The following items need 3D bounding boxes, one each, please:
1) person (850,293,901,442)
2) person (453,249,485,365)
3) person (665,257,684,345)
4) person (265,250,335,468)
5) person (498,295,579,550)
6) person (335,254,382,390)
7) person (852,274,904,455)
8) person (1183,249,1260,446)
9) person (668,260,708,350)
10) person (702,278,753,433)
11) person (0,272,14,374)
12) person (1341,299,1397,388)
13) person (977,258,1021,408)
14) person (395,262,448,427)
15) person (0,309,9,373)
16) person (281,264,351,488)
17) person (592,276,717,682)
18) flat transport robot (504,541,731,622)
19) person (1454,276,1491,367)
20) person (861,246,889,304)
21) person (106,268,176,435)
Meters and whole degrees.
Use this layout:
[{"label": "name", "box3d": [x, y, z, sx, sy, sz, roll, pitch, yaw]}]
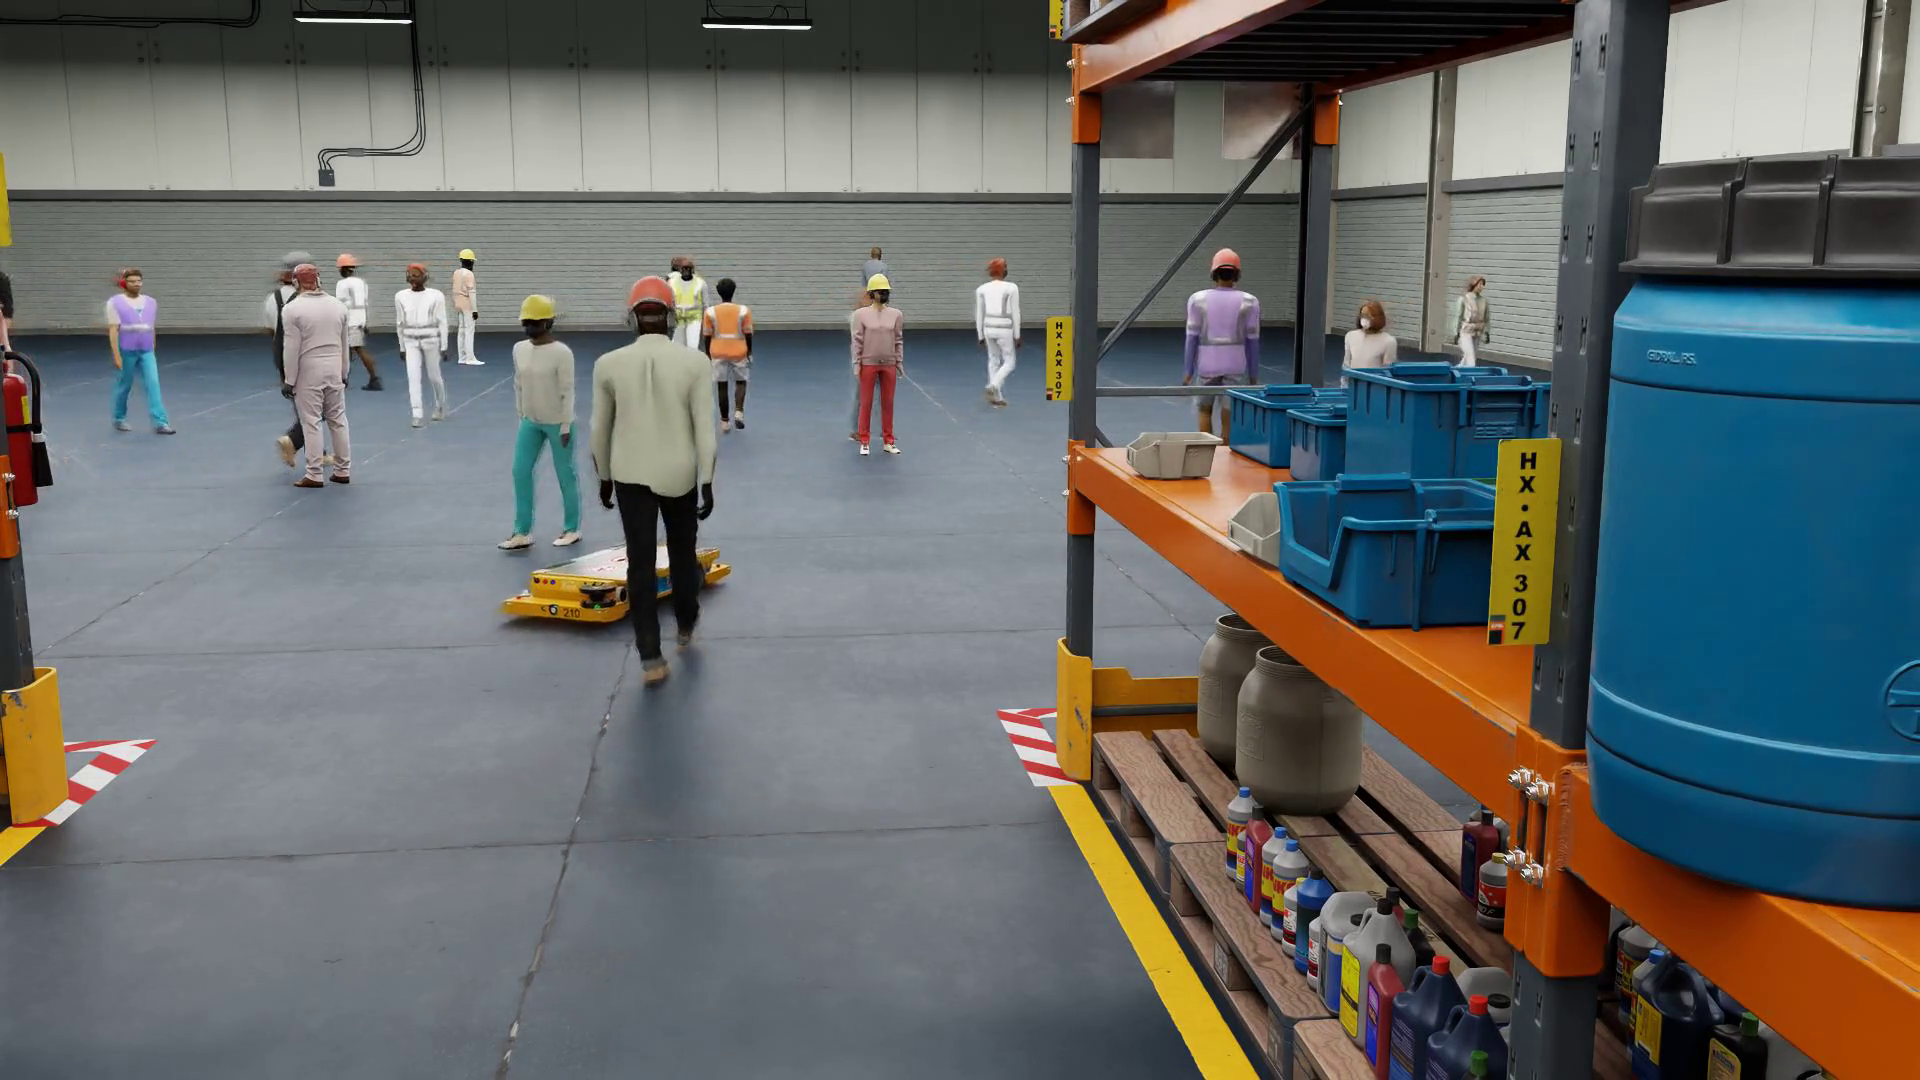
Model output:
[{"label": "person", "box3d": [-0.892, -1.802, 17.234, 0.497, 1.611, 0.705, -10, 14, -43]}, {"label": "person", "box3d": [-8.213, -3.879, 27.756, 0.381, 1.922, 0.593, -10, 14, -43]}, {"label": "person", "box3d": [-4.780, -3.862, 28.029, 0.988, 1.785, 0.630, 7, 12, 34]}, {"label": "person", "box3d": [-6.013, -1.641, 15.171, 0.689, 2.000, 0.768, 5, 11, 25]}, {"label": "person", "box3d": [-2.868, -0.781, 11.283, 0.542, 1.733, 0.769, 5, 11, 23]}, {"label": "person", "box3d": [-8.509, -3.021, 23.161, 0.989, 1.883, 0.565, 2, 11, 12]}, {"label": "person", "box3d": [-0.800, -1.718, 16.335, 0.530, 1.772, 0.299, -4, 11, -21]}, {"label": "person", "box3d": [2.254, -1.482, 14.335, 0.648, 2.022, 0.635, 1, 10, 8]}, {"label": "person", "box3d": [-4.084, -3.302, 24.967, 0.619, 1.800, 0.969, 1, 10, 4]}, {"label": "person", "box3d": [-2.529, -2.013, 18.157, 0.551, 1.684, 0.367, -1, 10, -7]}, {"label": "person", "box3d": [-13.887, -3.196, 23.820, 0.622, 1.992, 0.395, 1, 10, 4]}, {"label": "person", "box3d": [3.442, -1.212, 13.947, 0.494, 1.619, 0.506, -9, 14, -40]}, {"label": "person", "box3d": [0.455, -2.542, 20.569, 0.605, 1.869, 0.569, 6, 12, 30]}, {"label": "person", "box3d": [-6.108, -2.234, 18.952, 0.580, 1.854, 0.916, -1, 10, -3]}, {"label": "person", "box3d": [-7.863, -1.265, 13.279, 0.640, 1.975, 0.440, 5, 11, 25]}, {"label": "person", "box3d": [-5.521, -1.399, 14.228, 0.405, 1.903, 0.636, 7, 12, 32]}, {"label": "person", "box3d": [-1.508, -0.329, 8.266, 0.630, 1.925, 1.083, -1, 10, -3]}, {"label": "flat transport robot", "box3d": [-1.984, 0.223, 9.805, 0.652, 0.197, 1.431, 4, 11, 21]}, {"label": "person", "box3d": [7.037, -2.845, 22.990, 0.519, 1.604, 0.818, -4, 11, -22]}, {"label": "person", "box3d": [-1.670, -4.871, 33.158, 0.638, 1.936, 0.356, 7, 13, 34]}, {"label": "person", "box3d": [-8.990, -2.052, 18.106, 0.990, 1.801, 0.584, 7, 12, 34]}]
